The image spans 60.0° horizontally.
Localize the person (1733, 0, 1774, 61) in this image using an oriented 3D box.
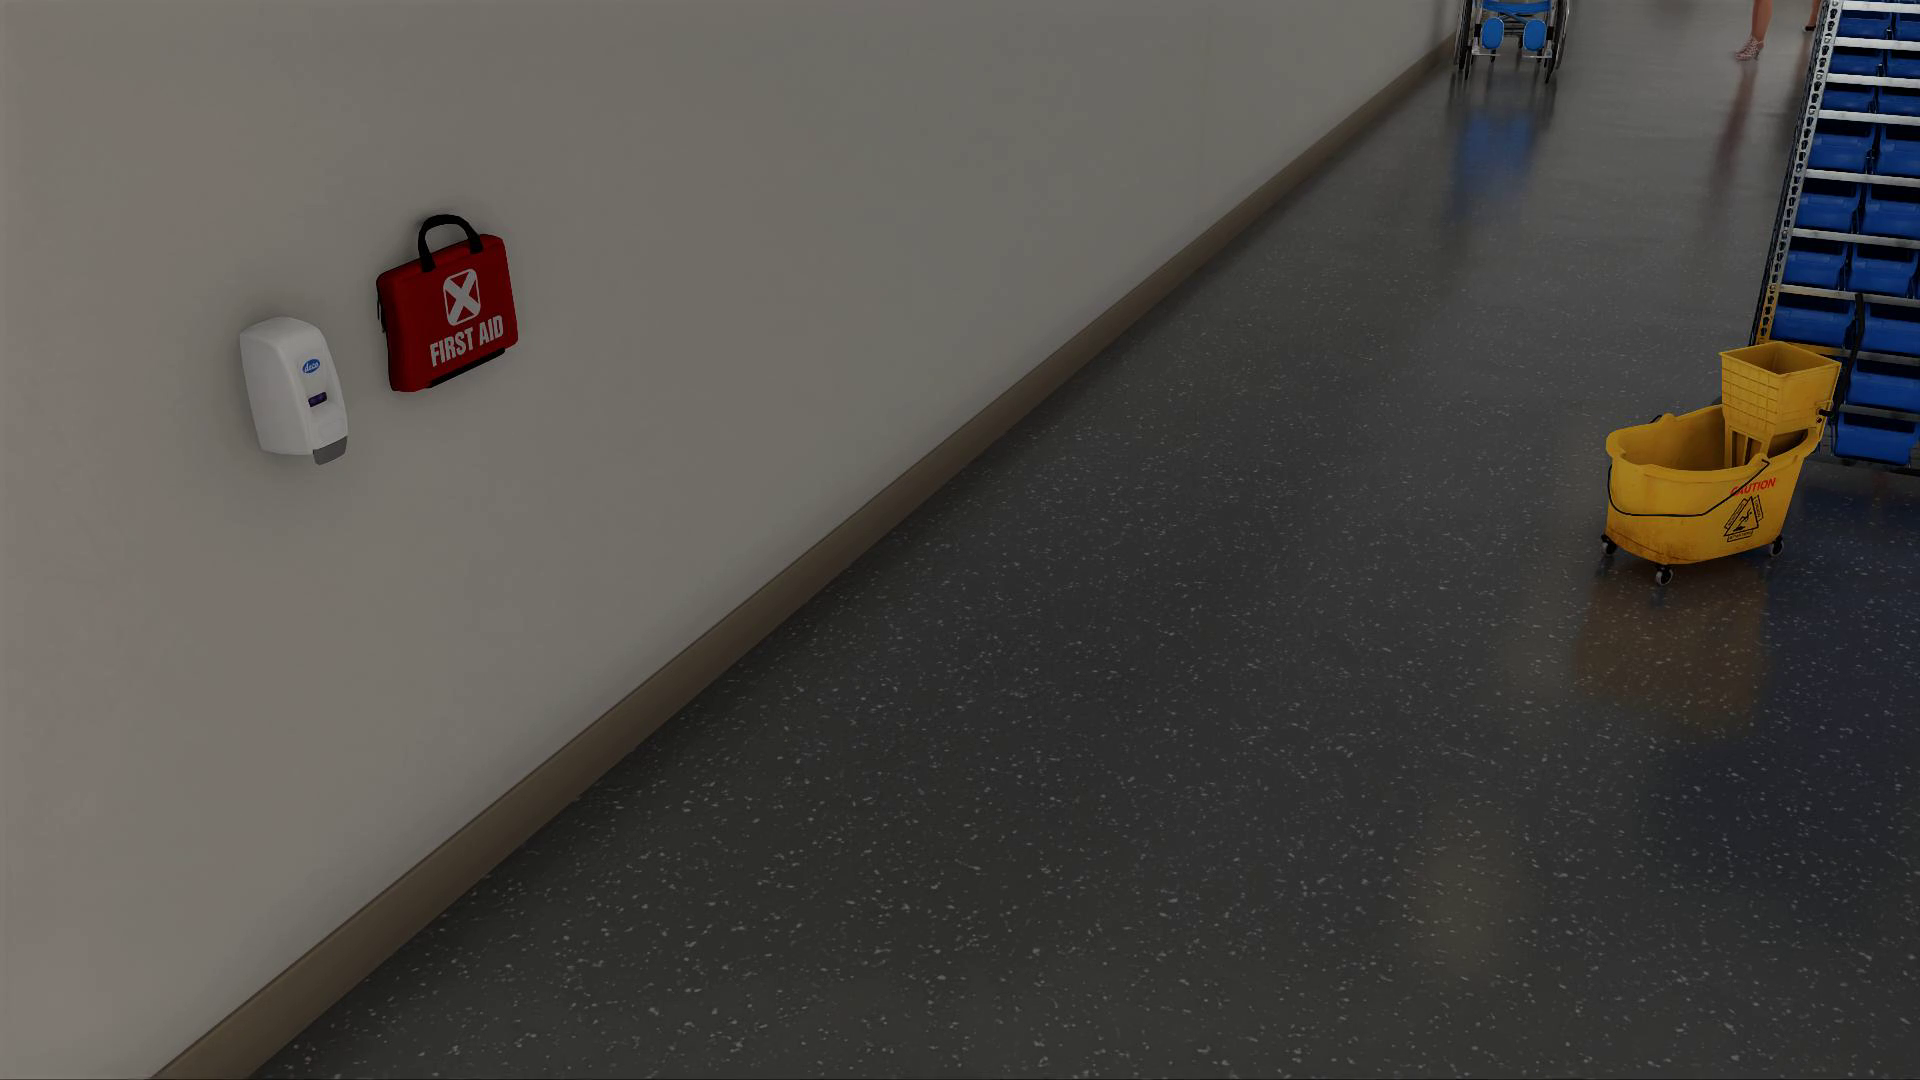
[{"bbox_3d":[6.736,-4.912,13.830,0.546,1.751,0.619,8,27,16],"label":"person"}]
